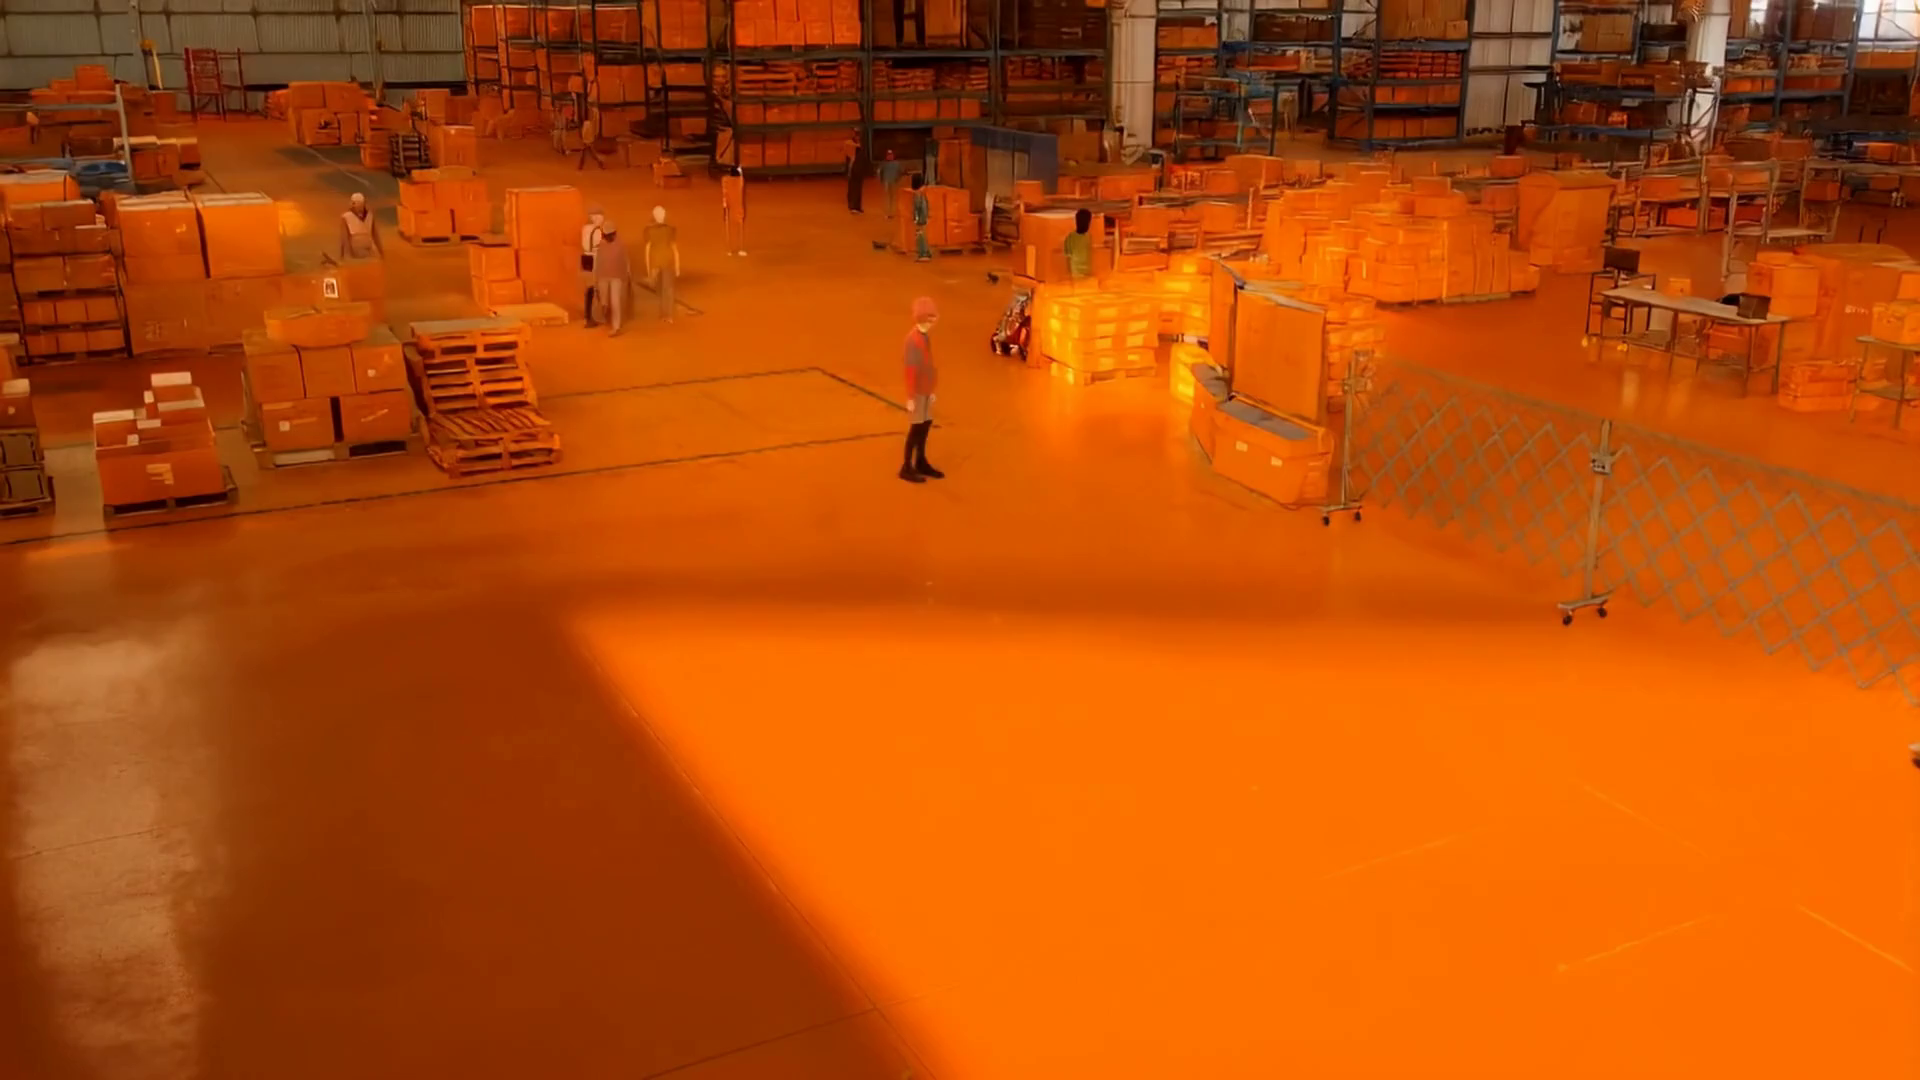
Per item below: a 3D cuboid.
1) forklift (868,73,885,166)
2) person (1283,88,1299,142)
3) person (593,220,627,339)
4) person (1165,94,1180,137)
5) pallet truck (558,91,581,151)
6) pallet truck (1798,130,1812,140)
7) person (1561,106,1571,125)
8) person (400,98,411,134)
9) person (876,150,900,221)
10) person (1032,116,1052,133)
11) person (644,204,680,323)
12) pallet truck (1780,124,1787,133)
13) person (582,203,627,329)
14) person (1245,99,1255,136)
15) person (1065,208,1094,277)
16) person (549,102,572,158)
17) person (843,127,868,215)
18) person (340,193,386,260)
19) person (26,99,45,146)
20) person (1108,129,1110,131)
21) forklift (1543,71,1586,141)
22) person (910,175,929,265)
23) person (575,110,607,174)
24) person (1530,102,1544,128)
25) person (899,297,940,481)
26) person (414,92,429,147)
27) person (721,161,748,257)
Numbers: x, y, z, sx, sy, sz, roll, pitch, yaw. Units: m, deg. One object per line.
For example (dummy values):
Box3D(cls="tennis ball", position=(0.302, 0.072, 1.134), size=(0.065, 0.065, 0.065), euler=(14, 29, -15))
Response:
Box3D(cls="forklift", position=(-2.579, -13.046, 51.505), size=(1.873, 2.768, 1.129), euler=(-9, 20, -26))
Box3D(cls="person", position=(12.118, -15.550, 60.882), size=(0.643, 1.909, 0.409), euler=(14, 22, 37))
Box3D(cls="person", position=(-5.205, -3.923, 24.900), size=(0.536, 1.746, 0.675), euler=(4, 18, 12))
Box3D(cls="person", position=(8.123, -16.134, 63.199), size=(0.544, 1.597, 0.809), euler=(-7, 19, -22))
Box3D(cls="pallet truck", position=(-13.495, -14.412, 57.188), size=(0.823, 1.965, 1.885), euler=(-3, 18, -9))
Box3D(cls="pallet truck", position=(25.526, -11.556, 49.408), size=(1.630, 1.274, 0.653), euler=(-9, 20, -26))
Box3D(cls="person", position=(20.500, -14.160, 56.545), size=(0.925, 1.899, 0.562), euler=(-9, 20, -26))
Box3D(cls="person", position=(-20.007, -15.131, 60.024), size=(0.314, 1.629, 0.509), euler=(-8, 19, -23))
Box3D(cls="person", position=(-1.678, -8.204, 38.484), size=(0.527, 1.582, 0.856), euler=(3, 18, 9))
Box3D(cls="person", position=(2.162, -10.216, 44.110), size=(0.613, 1.995, 0.390), euler=(-6, 19, -17))
Box3D(cls="person", position=(-4.615, -4.269, 25.830), size=(0.513, 1.848, 0.728), euler=(-4, 18, -12))
Box3D(cls="pallet truck", position=(25.206, -12.542, 52.601), size=(1.601, 1.201, 0.680), euler=(0, 18, -2))
Box3D(cls="person", position=(-5.506, -4.218, 25.542), size=(0.800, 1.903, 0.569), euler=(-17, 24, -42))
Box3D(cls="person", position=(10.467, -15.139, 59.961), size=(0.470, 1.677, 0.542), euler=(7, 19, 21))
Box3D(cls="person", position=(1.773, -3.875, 24.386), size=(0.366, 1.967, 0.603), euler=(13, 22, 35))
Box3D(cls="person", position=(-13.050, -13.407, 54.387), size=(0.635, 1.796, 0.955), euler=(-12, 21, -34))
Box3D(cls="person", position=(-2.438, -8.763, 39.508), size=(0.538, 2.000, 0.689), euler=(8, 19, 23))
Box3D(cls="person", position=(-9.867, -4.792, 27.439), size=(1.040, 1.854, 0.656), euler=(14, 22, 37))
Box3D(cls="person", position=(-32.868, -14.848, 59.156), size=(0.520, 1.625, 0.439), euler=(-1, 18, -5))
Box3D(cls="person", position=(3.963, -10.056, 44.006), size=(0.559, 1.750, 0.538), euler=(-8, 19, -22))
Box3D(cls="forklift", position=(18.685, -13.231, 52.085), size=(1.873, 2.768, 1.129), euler=(-9, 20, -26))
Box3D(cls="person", position=(-0.776, -6.121, 31.845), size=(0.326, 1.688, 0.538), euler=(5, 18, 15))
Box3D(cls="person", position=(-10.974, -11.791, 49.251), size=(0.916, 1.853, 0.579), euler=(-4, 18, -11))
Box3D(cls="person", position=(18.644, -13.175, 53.622), size=(0.442, 1.812, 0.616), euler=(-11, 21, -32))
Box3D(cls="person", position=(-0.432, -1.537, 17.260), size=(0.338, 1.907, 0.580), euler=(6, 19, 17))
Box3D(cls="person", position=(-18.926, -14.754, 58.405), size=(0.589, 1.909, 0.386), euler=(15, 23, 38))
Box3D(cls="person", position=(-4.450, -6.549, 32.884), size=(0.531, 1.867, 0.317), euler=(-9, 20, -26))
